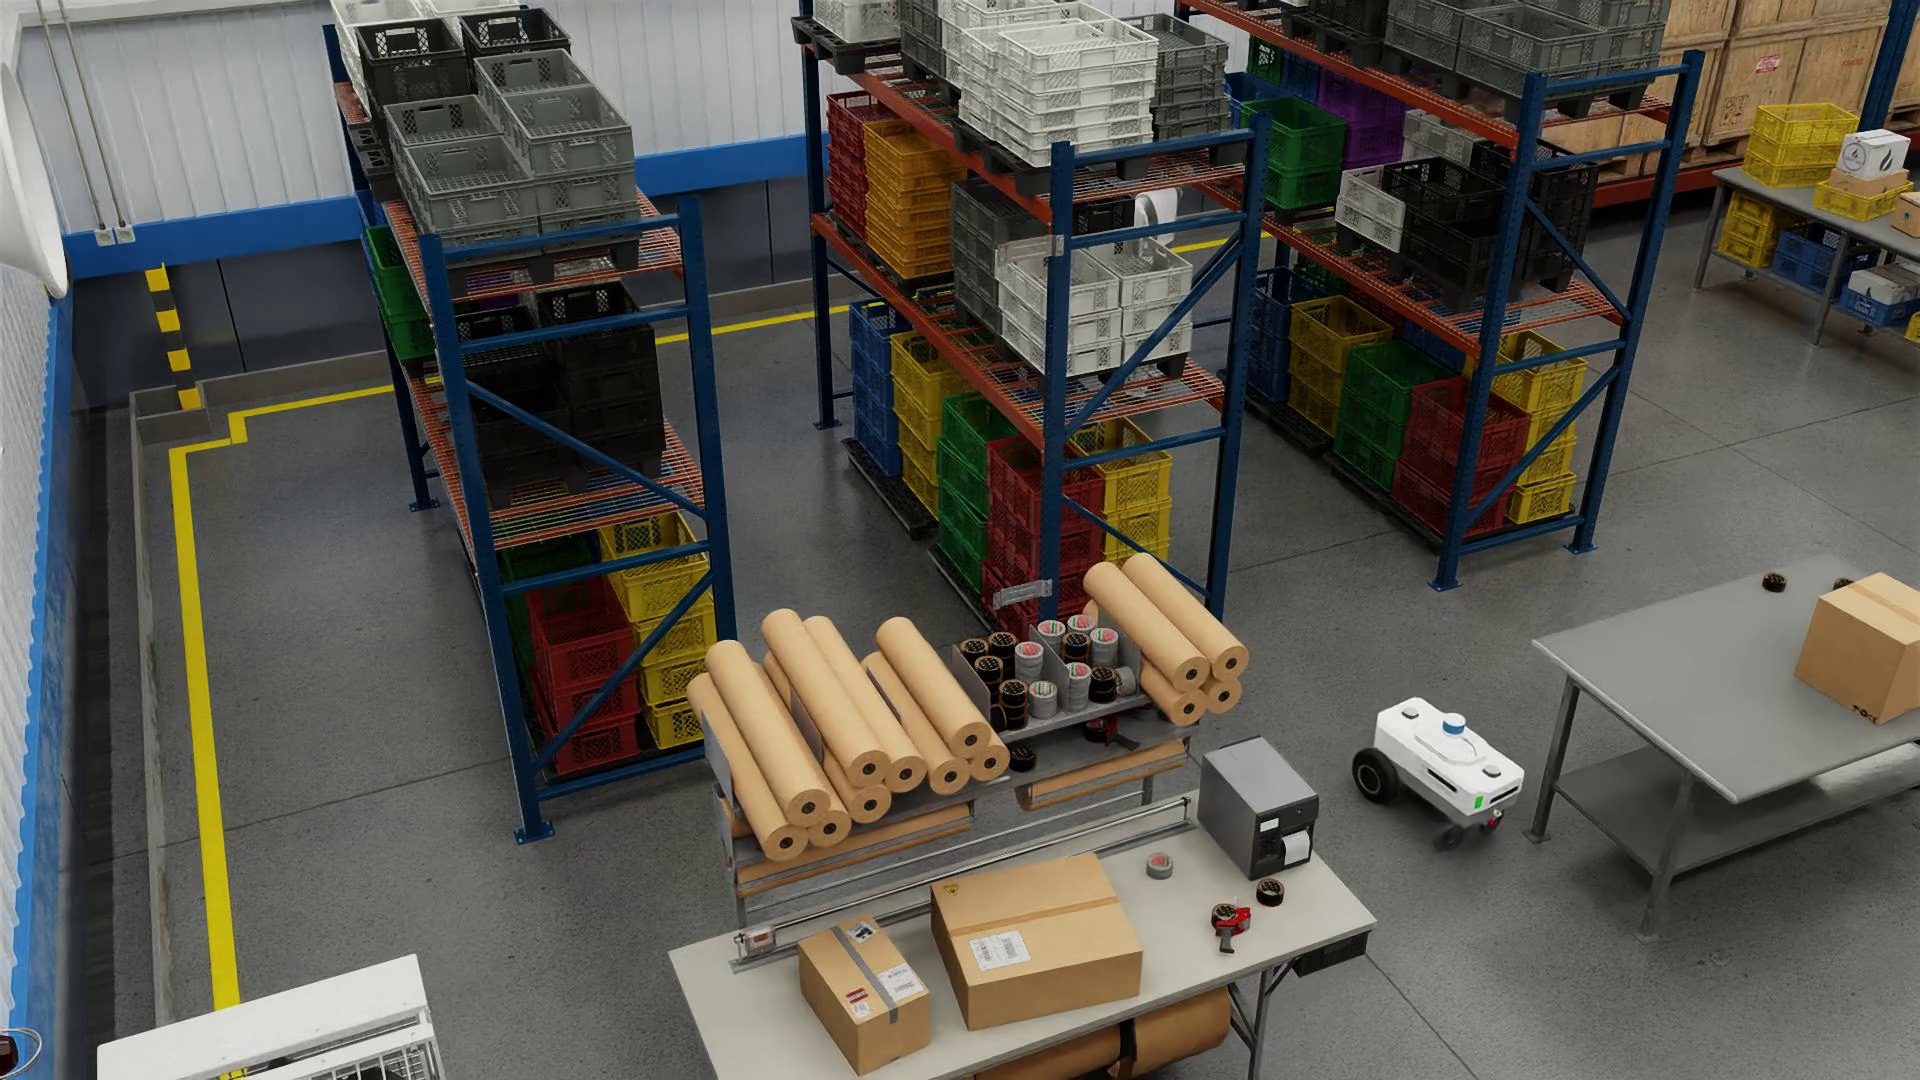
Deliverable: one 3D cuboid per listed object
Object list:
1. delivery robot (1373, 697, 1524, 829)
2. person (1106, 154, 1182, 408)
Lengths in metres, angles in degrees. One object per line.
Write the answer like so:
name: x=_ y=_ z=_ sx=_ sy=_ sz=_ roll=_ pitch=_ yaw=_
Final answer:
delivery robot: x=2.313 y=1.042 z=7.898 sx=0.477 sy=0.478 sz=0.707 roll=-18 pitch=36 yaw=-27
person: x=1.258 y=-1.796 z=11.336 sx=0.355 sy=1.883 sz=0.575 roll=20 pitch=37 yaw=29
